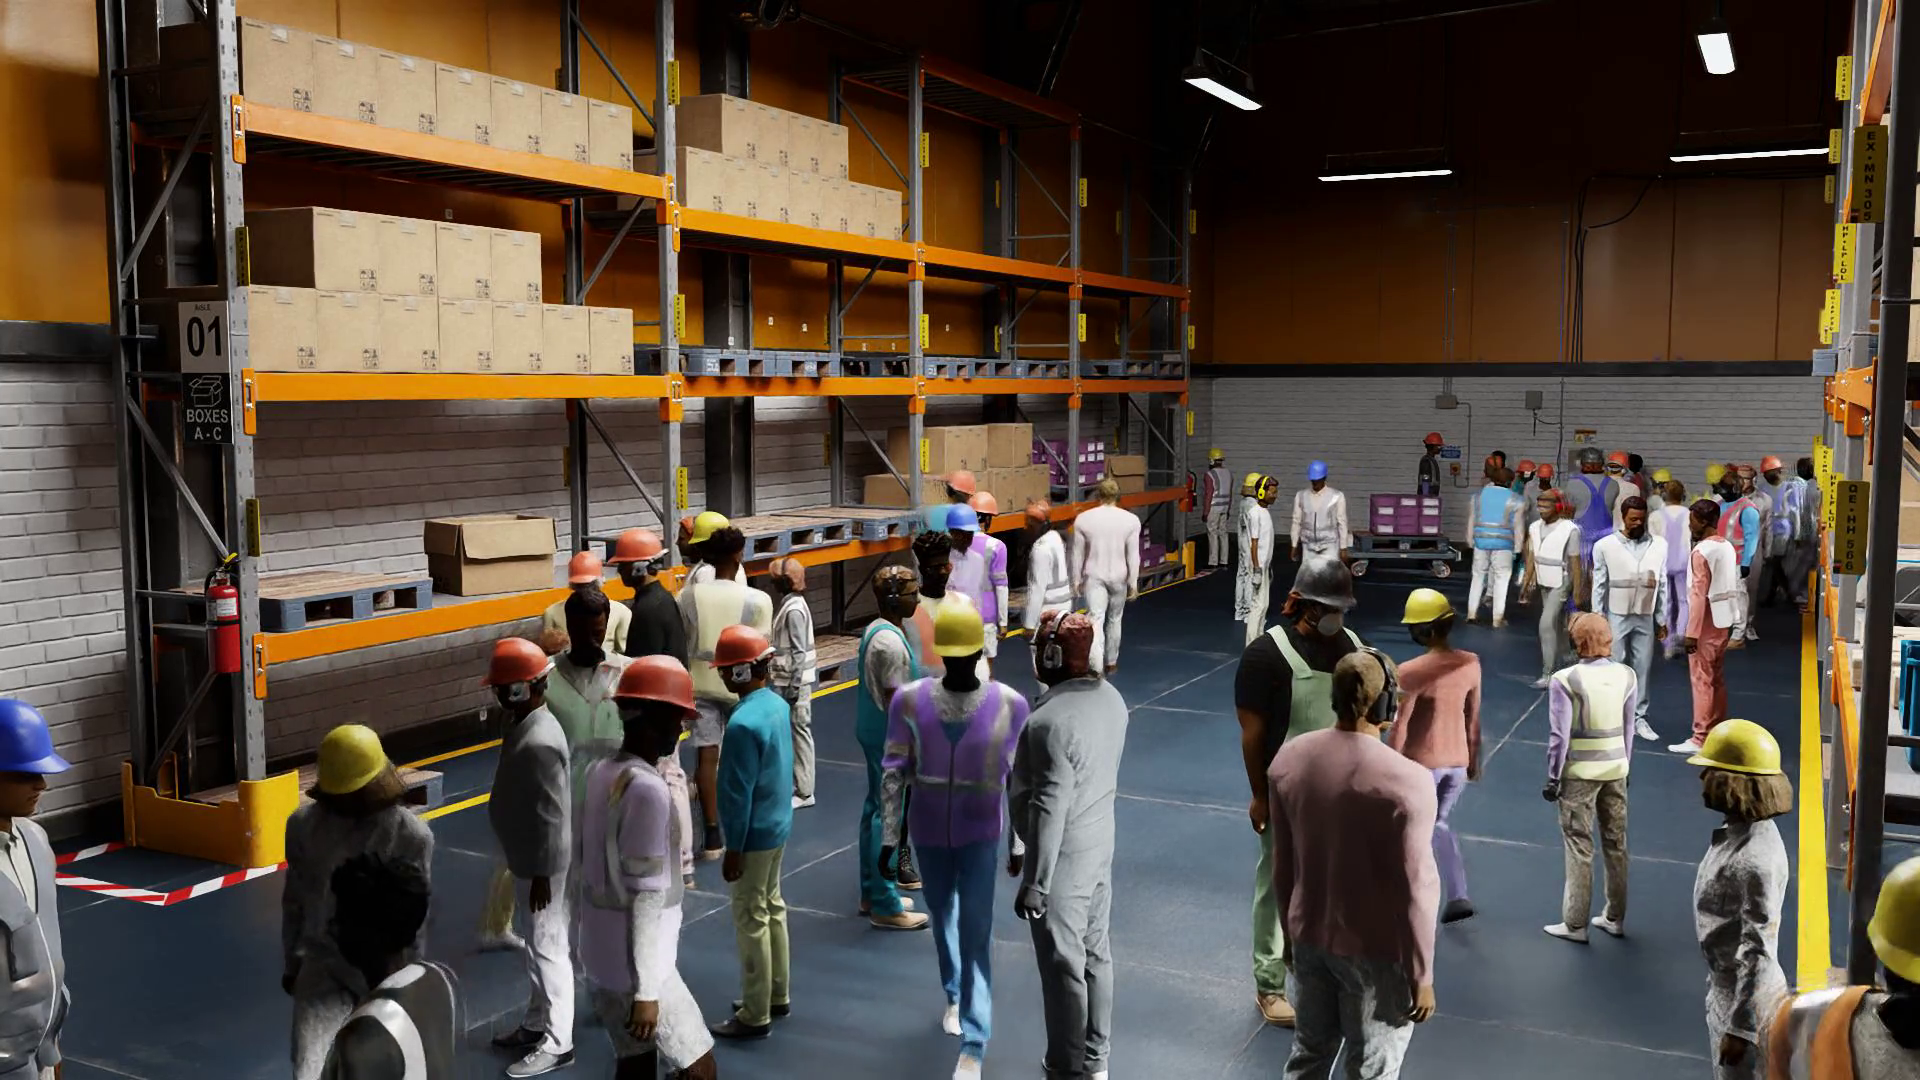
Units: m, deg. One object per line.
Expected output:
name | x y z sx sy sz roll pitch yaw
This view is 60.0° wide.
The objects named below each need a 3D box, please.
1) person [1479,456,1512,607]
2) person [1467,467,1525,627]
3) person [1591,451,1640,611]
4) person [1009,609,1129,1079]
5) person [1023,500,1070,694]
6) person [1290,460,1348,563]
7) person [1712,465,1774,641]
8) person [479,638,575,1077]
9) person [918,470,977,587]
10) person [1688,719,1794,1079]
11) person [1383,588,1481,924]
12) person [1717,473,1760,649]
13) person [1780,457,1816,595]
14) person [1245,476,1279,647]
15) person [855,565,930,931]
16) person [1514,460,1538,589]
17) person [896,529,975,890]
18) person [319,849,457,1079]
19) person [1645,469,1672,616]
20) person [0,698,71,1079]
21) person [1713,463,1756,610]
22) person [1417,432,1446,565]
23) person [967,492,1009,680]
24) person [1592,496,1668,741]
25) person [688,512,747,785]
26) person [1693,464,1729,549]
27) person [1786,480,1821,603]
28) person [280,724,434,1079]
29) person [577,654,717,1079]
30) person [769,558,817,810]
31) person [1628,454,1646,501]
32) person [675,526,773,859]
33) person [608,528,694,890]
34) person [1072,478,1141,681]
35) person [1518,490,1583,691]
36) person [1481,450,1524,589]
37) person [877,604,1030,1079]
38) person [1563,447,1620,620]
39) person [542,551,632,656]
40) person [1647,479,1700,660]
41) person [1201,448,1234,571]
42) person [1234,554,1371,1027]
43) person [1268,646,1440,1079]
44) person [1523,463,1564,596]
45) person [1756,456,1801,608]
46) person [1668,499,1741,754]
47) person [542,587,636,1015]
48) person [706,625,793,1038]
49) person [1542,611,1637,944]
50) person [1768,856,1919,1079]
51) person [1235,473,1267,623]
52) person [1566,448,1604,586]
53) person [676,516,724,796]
person | 6.650 -0.107 20.666 0.337 1.882 0.583 -1 5 -6
person | 6.120 0.080 18.974 0.645 1.824 0.431 4 7 37
person | 7.674 -0.048 19.507 0.620 1.986 0.409 5 7 43
person | 0.386 1.211 6.355 0.407 1.910 0.638 3 6 27
person | 0.705 0.597 13.317 0.349 1.854 0.696 2 6 16
person | 4.018 0.061 18.680 0.644 1.922 0.467 3 6 33
person | 8.426 0.138 17.930 0.641 1.904 0.401 1 5 14
person | -1.739 1.258 6.695 0.339 1.747 0.563 -2 6 -22
person | -0.163 0.371 15.044 0.669 1.994 0.751 3 6 30
person | 2.361 1.410 5.087 0.301 1.745 0.483 2 6 19
person | 2.331 1.107 8.273 0.549 1.749 0.357 -2 6 -25
person | 8.043 0.219 17.377 0.430 1.845 0.624 -1 5 -9
person | 11.006 -0.161 21.569 0.649 1.819 0.647 5 7 42
person | 3.021 0.286 16.609 0.336 1.856 0.530 2 6 22
person | -0.357 1.045 8.476 0.344 1.845 0.506 -1 5 -14
person | 7.653 -0.211 22.481 0.342 1.748 0.573 2 6 22
person | -0.161 0.919 9.179 0.601 1.967 0.369 -3 6 -32
person | -1.315 1.558 3.849 0.357 1.673 0.565 0 5 0
person | 8.332 0.030 19.845 0.325 1.763 0.524 1 5 11
person | -2.540 1.380 4.387 0.416 1.939 0.605 0 5 -2
person | 9.025 0.027 19.374 0.709 1.867 0.585 -5 7 -44
person | 7.210 -0.628 25.458 0.404 2.038 0.605 3 6 26
person | 0.140 0.581 13.067 0.549 1.924 0.386 3 6 27
person | 5.188 0.605 12.915 0.597 1.907 0.405 0 5 -5
person | -1.607 0.767 11.080 0.381 1.918 0.584 -3 6 -27
person | 8.700 0.060 19.025 0.589 1.873 0.905 3 6 30
person | 10.737 -0.106 20.983 0.579 1.827 0.531 1 5 9
person | -1.960 1.415 5.305 0.541 1.680 0.826 0 5 -2
person | -0.977 1.322 5.248 0.465 1.894 0.606 -3 6 -28
person | -1.089 0.930 10.828 0.315 1.636 0.515 -1 5 -10
person | 10.428 -0.479 25.679 0.320 1.692 0.531 2 6 21
person | -1.412 0.877 9.926 0.618 1.914 0.992 0 5 -1
person | -1.697 0.921 9.147 0.445 1.980 0.631 -1 5 -6
person | 1.360 0.366 15.508 0.639 1.903 0.968 1 5 6
person | 5.314 0.449 15.067 0.729 1.805 0.561 -1 5 -14
person | 7.289 -0.268 22.393 0.744 1.899 0.612 -4 6 -35
person | -0.019 1.190 6.772 0.596 1.873 0.969 1 5 9
person | 7.359 -0.078 19.512 0.689 2.000 0.539 0 5 -3
person | -2.289 0.934 10.218 0.570 1.743 0.366 0 5 -2
person | 7.088 0.307 16.512 0.541 1.826 0.578 2 6 24
person | 3.790 -0.453 24.660 0.600 1.830 0.404 -5 7 -42
person | 1.565 1.064 7.223 0.682 2.000 0.538 -2 6 -24
person | 1.248 1.300 5.288 0.364 1.932 0.630 -4 7 -36
person | 7.602 -0.135 21.668 0.569 1.747 0.340 1 5 10
person | 10.225 -0.112 20.749 0.913 1.896 0.577 -4 7 -38
person | 5.588 0.650 12.411 0.405 1.909 0.597 5 7 43
person | -1.586 1.143 7.055 0.587 1.914 0.392 -3 6 -30
person | -0.901 1.227 7.098 0.355 1.737 0.576 1 5 10
person | 3.114 1.171 8.226 0.514 1.636 0.315 -2 6 -21
person | 1.770 1.511 3.188 0.445 1.908 0.680 -4 6 -35
person | 3.392 0.088 19.310 0.319 1.742 0.492 -1 5 -14
person | 8.405 -0.293 22.571 0.914 1.893 0.657 -2 6 -20
person | -1.741 0.773 11.196 0.352 1.881 0.576 -1 5 -12
